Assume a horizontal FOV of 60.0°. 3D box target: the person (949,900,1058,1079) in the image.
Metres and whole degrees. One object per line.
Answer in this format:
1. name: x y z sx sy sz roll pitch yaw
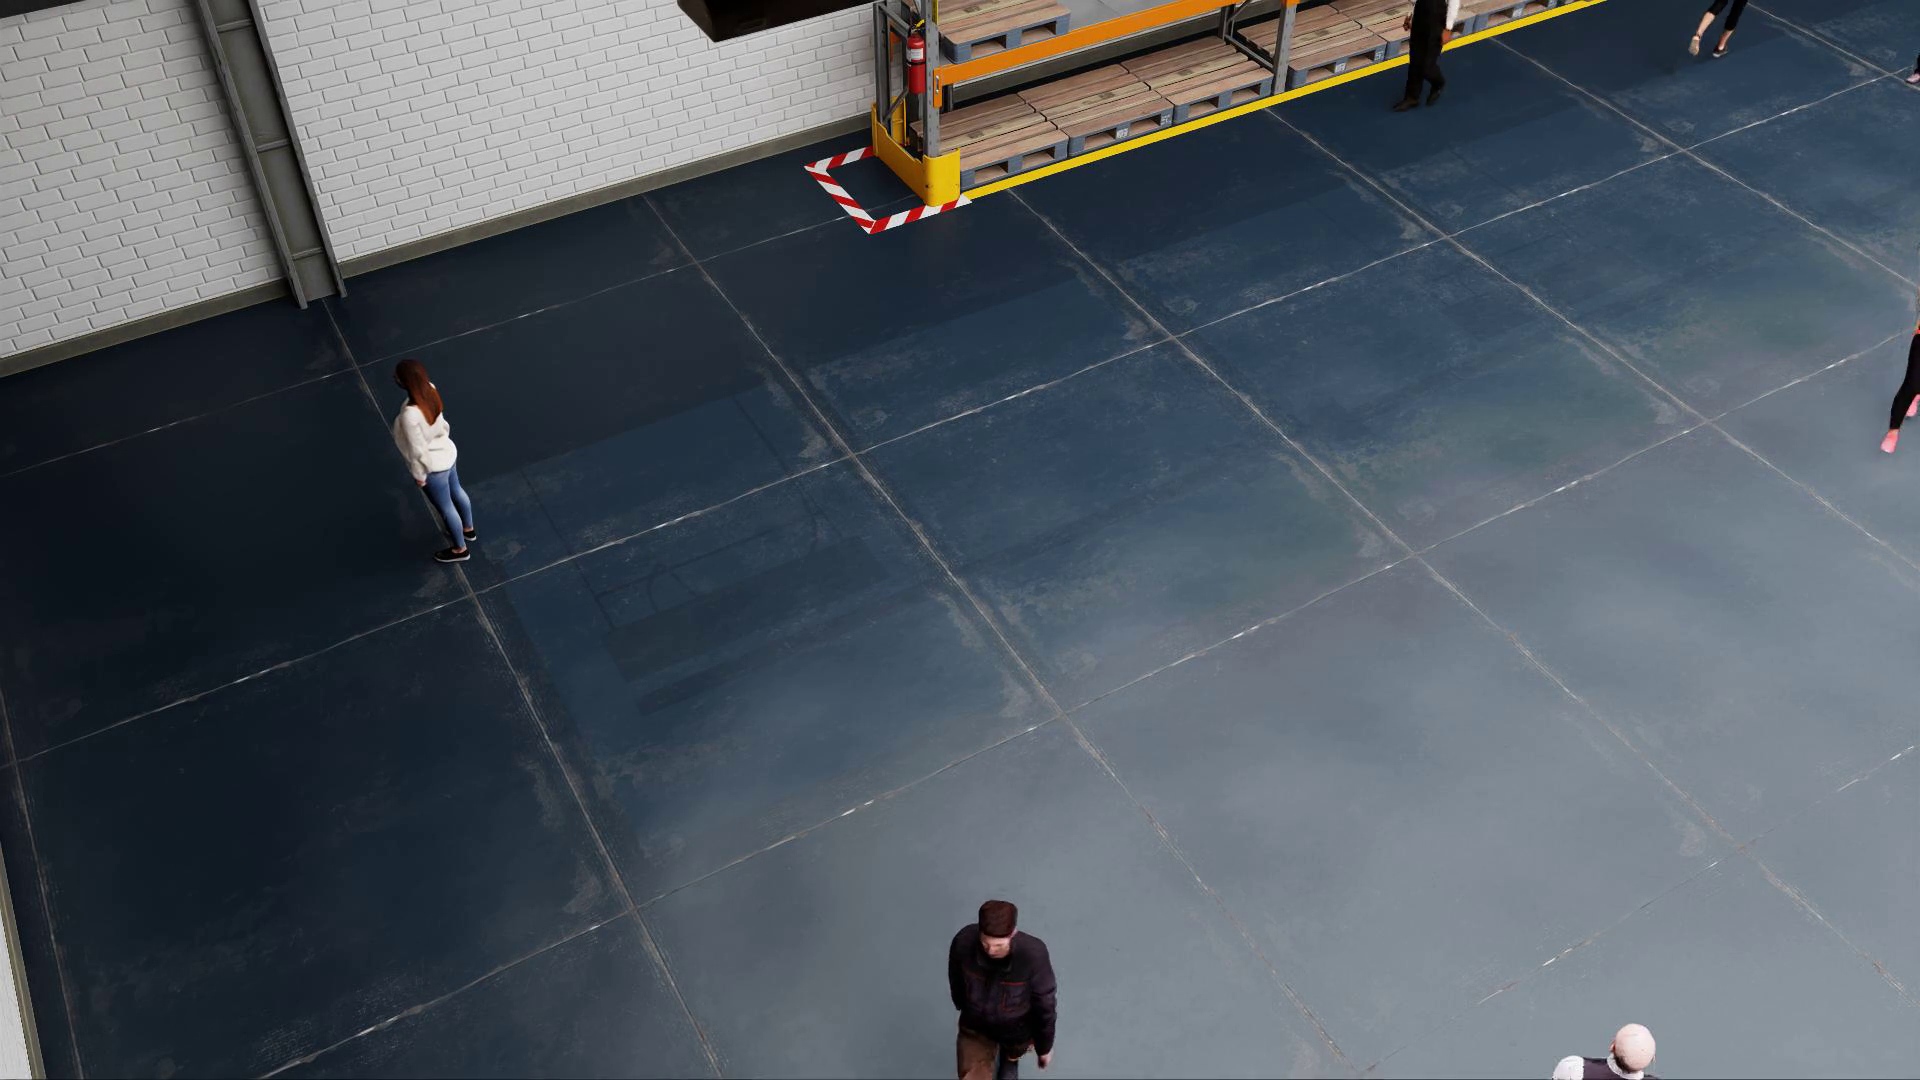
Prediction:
1. person: 0.227 2.318 8.279 1.252 1.869 1.266 7 44 8

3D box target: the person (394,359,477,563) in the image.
1. person: -3.607 -0.555 11.424 0.734 1.692 0.704 4 44 4

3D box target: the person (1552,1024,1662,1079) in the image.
1. person: 2.892 2.865 7.748 0.885 1.812 0.945 10 45 10

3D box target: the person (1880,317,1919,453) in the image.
1. person: 7.372 -1.505 12.453 0.999 1.649 1.211 21 47 21

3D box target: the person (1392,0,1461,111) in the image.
1. person: 4.596 -5.038 15.971 0.791 1.911 0.718 -24 49 -23

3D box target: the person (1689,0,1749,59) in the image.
1. person: 7.792 -5.624 16.734 0.955 1.707 0.675 -31 51 -28
